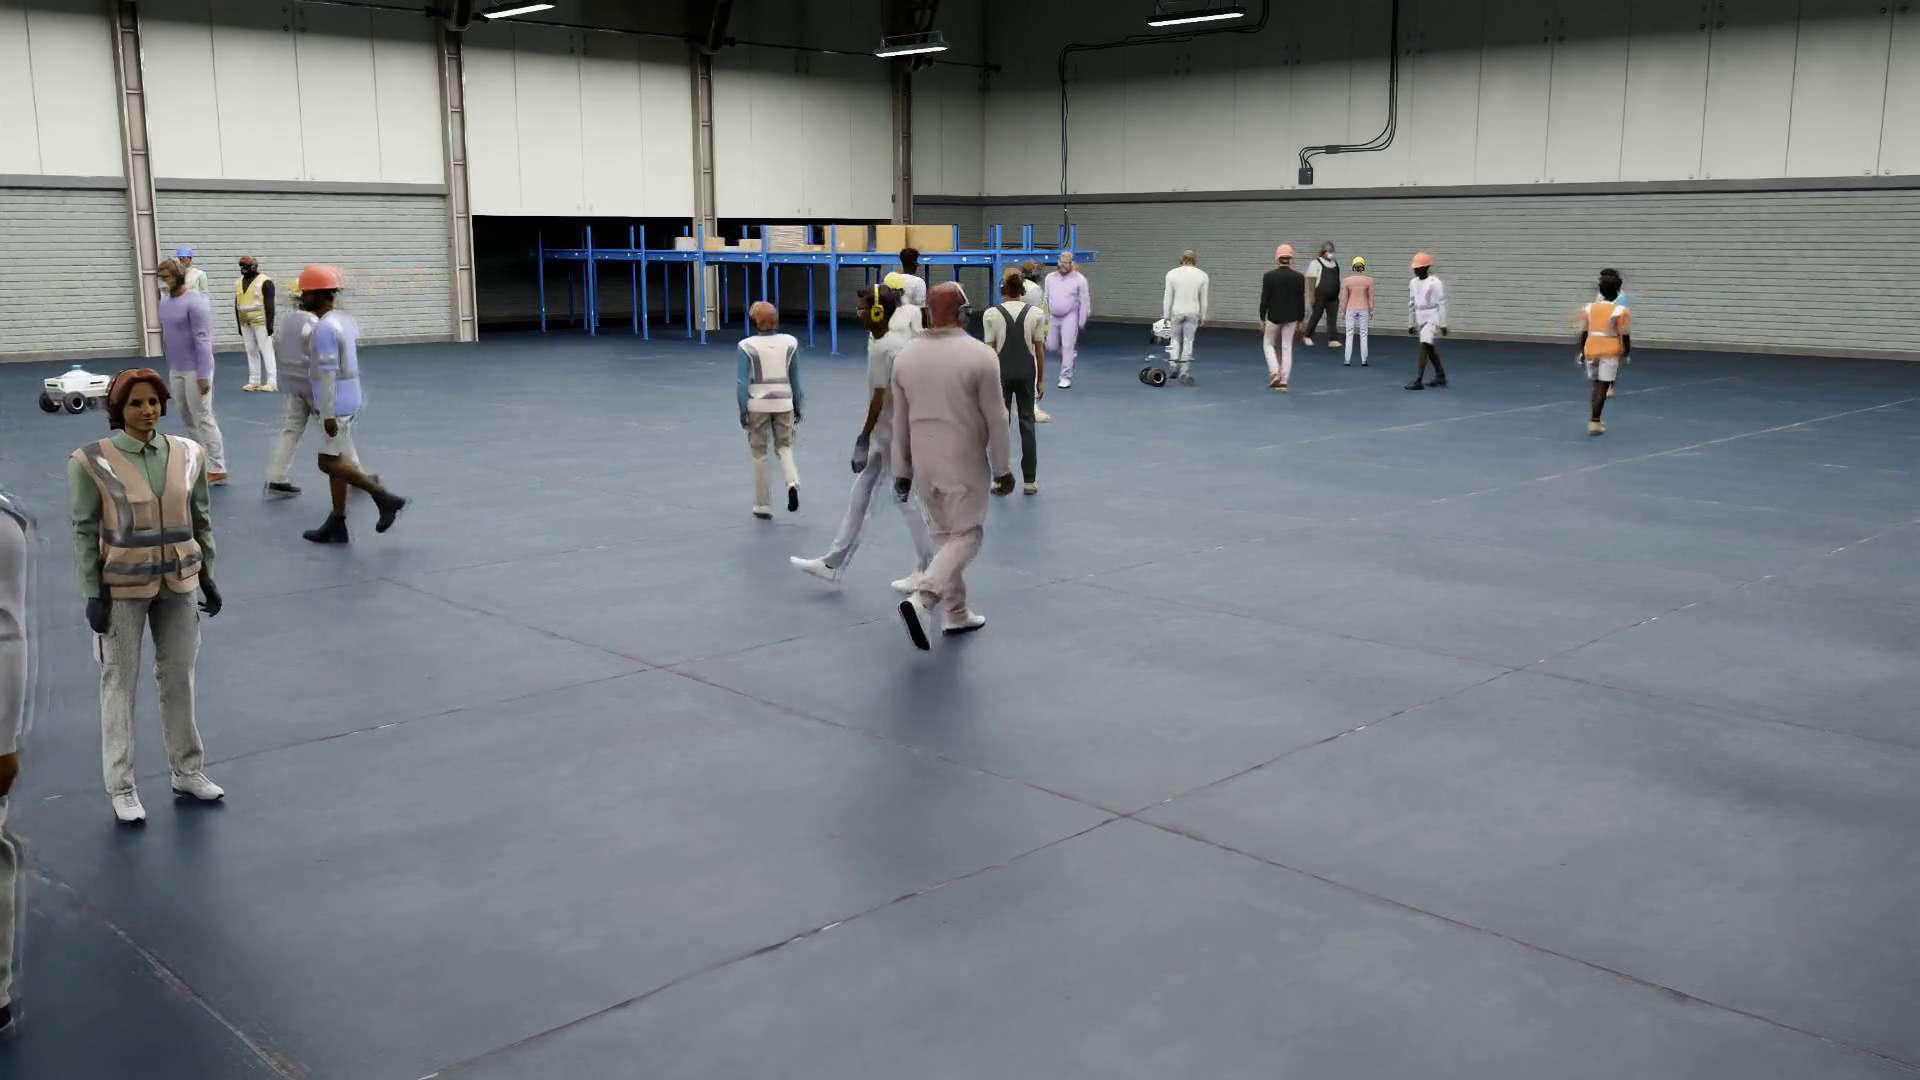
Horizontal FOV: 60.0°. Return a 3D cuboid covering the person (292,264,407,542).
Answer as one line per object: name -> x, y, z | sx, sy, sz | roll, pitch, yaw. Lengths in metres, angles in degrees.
person -> -4.226, -0.933, 11.450 | 0.643, 1.919, 0.550 | -1, 10, -7

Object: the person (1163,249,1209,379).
person -> 3.284, -3.269, 24.227 | 0.638, 1.914, 0.526 | 1, 10, 7

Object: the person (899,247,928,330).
person -> -0.616, -2.532, 20.037 | 0.603, 1.967, 0.366 | 8, 13, 36

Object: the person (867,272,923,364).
person -> -0.634, -1.698, 16.049 | 0.547, 1.751, 0.448 | 3, 11, 14

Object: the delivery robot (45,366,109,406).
delivery robot -> -10.681, -1.870, 20.138 | 0.477, 0.478, 0.707 | 4, 11, 23

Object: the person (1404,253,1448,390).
person -> 6.526, -3.039, 23.097 | 0.848, 1.885, 0.564 | -5, 11, -24

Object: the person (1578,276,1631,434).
person -> 6.957, -1.984, 17.829 | 0.632, 1.670, 0.549 | -8, 13, -37

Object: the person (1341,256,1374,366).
person -> 6.466, -3.719, 27.065 | 0.523, 1.767, 0.313 | 2, 11, 12

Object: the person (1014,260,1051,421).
person -> 0.797, -2.290, 19.129 | 0.430, 1.830, 0.671 | -4, 11, -19

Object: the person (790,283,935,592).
person -> -0.544, -0.592, 9.838 | 0.945, 1.822, 0.555 | 0, 10, -1

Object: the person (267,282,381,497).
person -> -5.277, -1.257, 13.587 | 0.585, 1.787, 0.934 | 7, 13, 34

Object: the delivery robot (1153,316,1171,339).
delivery robot -> 3.980, -4.128, 32.451 | 0.477, 0.478, 0.707 | -1, 10, -2

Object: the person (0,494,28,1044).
person -> -2.618, 0.441, 4.209 | 0.617, 1.821, 0.426 | 3, 11, 17

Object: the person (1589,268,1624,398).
person -> 8.436, -2.700, 21.739 | 0.374, 1.684, 0.535 | -2, 11, -12

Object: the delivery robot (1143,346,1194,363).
delivery robot -> 2.966, -2.639, 23.626 | 0.698, 0.223, 0.335 | -2, 11, -11

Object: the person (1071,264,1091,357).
person -> 2.036, -4.017, 29.094 | 0.534, 1.604, 0.714 | 5, 11, 25

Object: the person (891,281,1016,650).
person -> -0.088, -0.386, 8.580 | 0.629, 1.882, 0.825 | 8, 13, 37

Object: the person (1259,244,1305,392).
person -> 4.384, -3.022, 22.660 | 0.657, 1.978, 0.437 | -1, 10, -6

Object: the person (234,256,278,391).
person -> -9.614, -2.948, 22.683 | 0.627, 1.836, 0.431 | 4, 11, 19

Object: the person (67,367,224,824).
person -> -2.967, 0.187, 6.096 | 0.314, 1.641, 0.515 | 8, 13, 38

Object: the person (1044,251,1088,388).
person -> 1.464, -3.096, 23.320 | 0.670, 1.888, 0.569 | 6, 12, 29

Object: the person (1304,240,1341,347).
person -> 7.007, -4.730, 31.938 | 0.694, 2.000, 0.659 | -4, 11, -23

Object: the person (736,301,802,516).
person -> -1.412, -0.973, 12.460 | 0.532, 1.624, 0.435 | -5, 12, -27

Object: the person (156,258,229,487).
person -> -6.542, -1.411, 14.096 | 0.634, 1.921, 0.418 | 7, 12, 33

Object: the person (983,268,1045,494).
person -> 0.438, -1.302, 13.659 | 0.507, 1.846, 0.345 | -1, 10, -5

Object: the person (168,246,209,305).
person -> -11.524, -3.410, 24.870 | 0.607, 1.951, 0.379 | 1, 10, 5
